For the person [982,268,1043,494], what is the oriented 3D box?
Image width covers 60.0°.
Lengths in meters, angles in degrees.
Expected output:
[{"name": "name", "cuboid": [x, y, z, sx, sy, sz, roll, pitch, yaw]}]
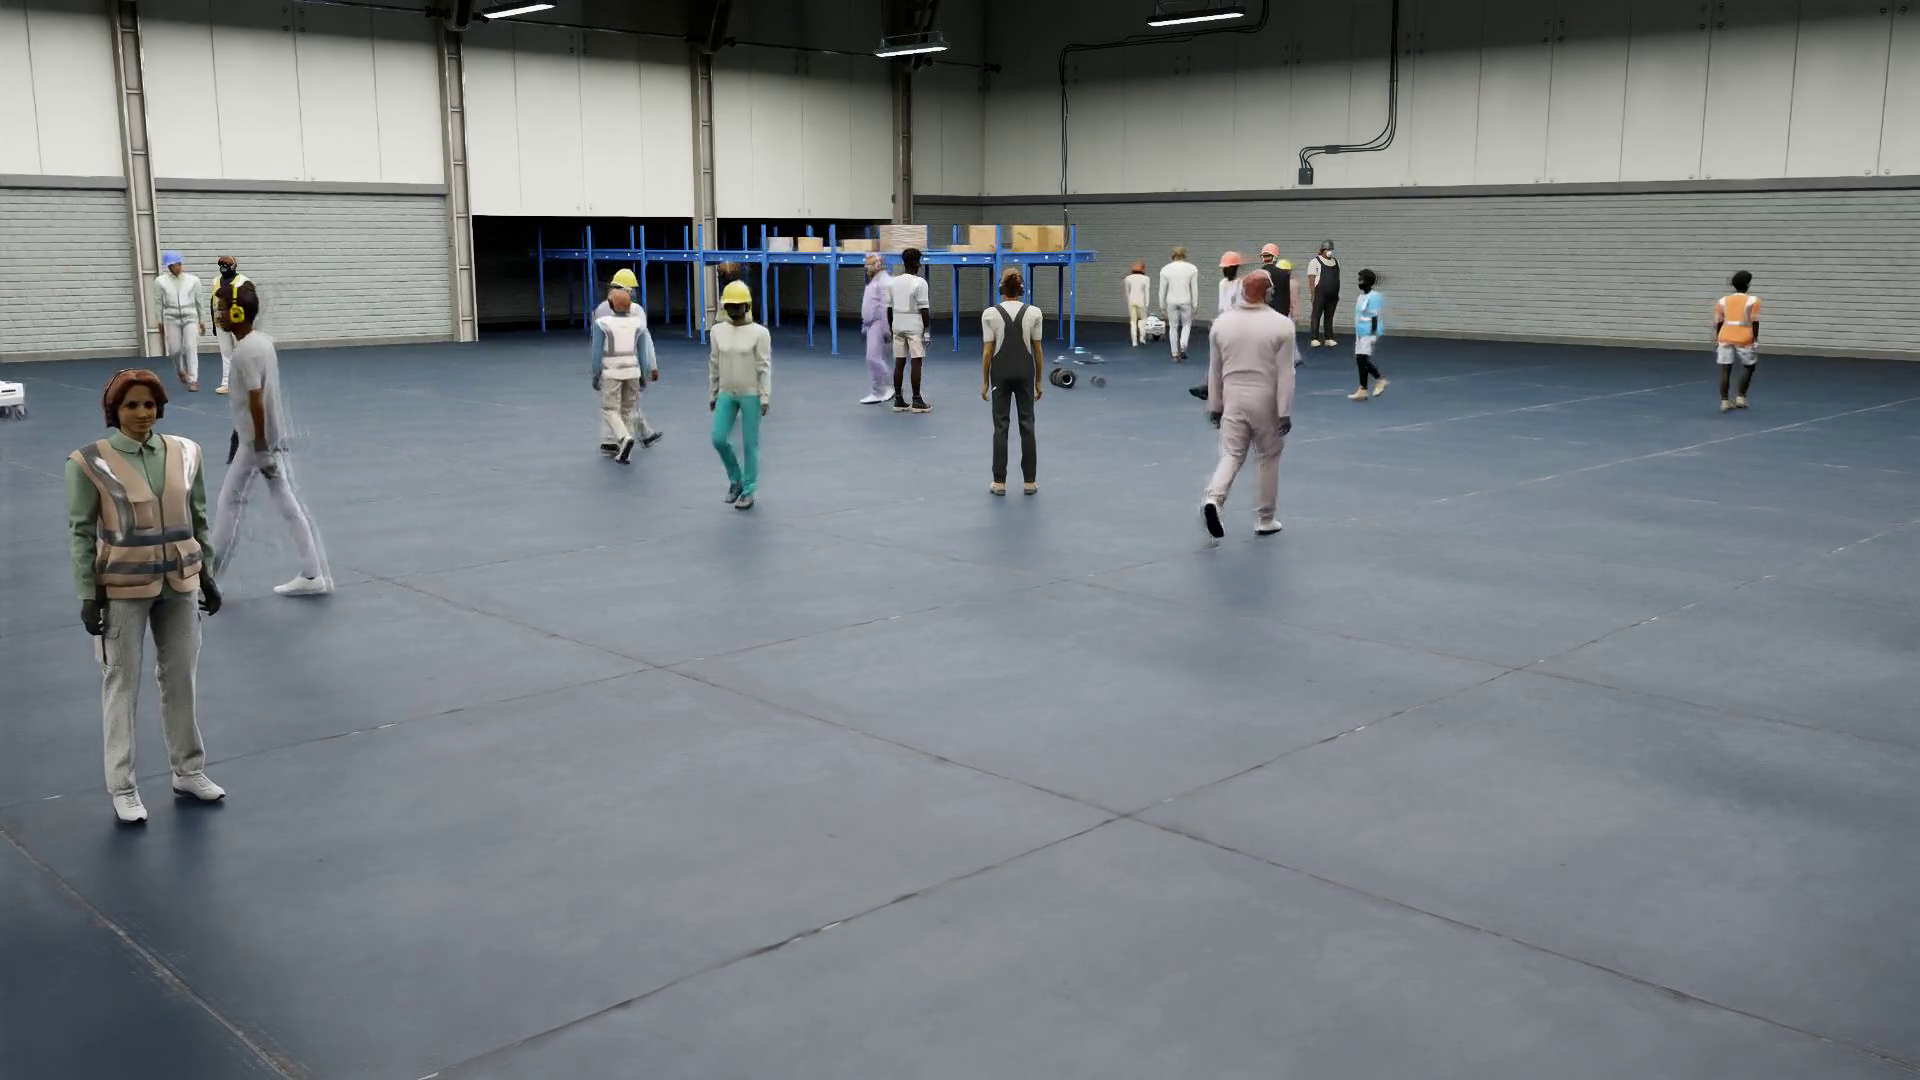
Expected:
[{"name": "person", "cuboid": [0.429, -1.302, 13.662, 0.507, 1.847, 0.344, -1, 10, -3]}]

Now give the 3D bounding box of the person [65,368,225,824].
[{"name": "person", "cuboid": [-2.967, 0.192, 6.083, 0.307, 1.636, 0.525, 7, 13, 35]}]

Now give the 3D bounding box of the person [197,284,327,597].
[{"name": "person", "cuboid": [-4.216, -0.568, 9.719, 0.954, 1.826, 0.519, -1, 10, -3]}]

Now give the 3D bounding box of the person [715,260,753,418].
[{"name": "person", "cuboid": [-2.591, -2.341, 19.393, 0.524, 1.822, 0.632, 1, 10, 4]}]

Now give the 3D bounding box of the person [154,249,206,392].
[{"name": "person", "cuboid": [-10.675, -3.014, 22.807, 0.628, 1.925, 0.604, -4, 11, -21]}]

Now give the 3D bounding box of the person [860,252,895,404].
[{"name": "person", "cuboid": [-1.035, -2.648, 20.845, 0.409, 1.894, 0.659, -3, 11, -16]}]

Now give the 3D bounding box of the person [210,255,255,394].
[{"name": "person", "cuboid": [-9.749, -2.879, 22.269, 0.622, 1.845, 0.429, 2, 11, 11]}]

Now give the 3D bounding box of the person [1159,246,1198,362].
[{"name": "person", "cuboid": [3.656, -3.959, 27.910, 0.660, 1.929, 0.419, 1, 10, 8]}]

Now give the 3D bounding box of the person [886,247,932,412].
[{"name": "person", "cuboid": [-0.605, -2.535, 20.052, 0.614, 1.963, 0.362, 7, 13, 35]}]

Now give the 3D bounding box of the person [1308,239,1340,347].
[{"name": "person", "cuboid": [7.031, -4.721, 31.888, 0.682, 2.000, 0.537, -4, 11, -23]}]

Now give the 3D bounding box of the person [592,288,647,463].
[{"name": "person", "cuboid": [-3.115, -1.503, 15.337, 0.527, 1.626, 0.533, -7, 13, -34]}]

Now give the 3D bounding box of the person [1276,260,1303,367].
[{"name": "person", "cuboid": [5.157, -3.575, 26.374, 0.892, 1.729, 0.533, -6, 12, -28]}]

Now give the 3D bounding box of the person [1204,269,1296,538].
[{"name": "person", "cuboid": [2.019, -0.946, 11.632, 0.650, 1.883, 0.822, 7, 12, 33]}]

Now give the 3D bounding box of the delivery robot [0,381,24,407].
[{"name": "delivery robot", "cuboid": [-11.134, -1.674, 19.071, 0.477, 0.478, 0.707, 4, 11, 22]}]

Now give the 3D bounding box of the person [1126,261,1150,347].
[{"name": "person", "cuboid": [3.413, -4.521, 31.860, 0.498, 1.612, 0.507, 4, 11, 22]}]

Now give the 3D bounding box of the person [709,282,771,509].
[{"name": "person", "cuboid": [-1.713, -1.116, 12.878, 0.547, 1.750, 0.365, 3, 11, 17]}]

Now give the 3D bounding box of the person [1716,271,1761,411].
[{"name": "person", "cuboid": [9.401, -2.399, 20.063, 0.526, 1.677, 0.557, -9, 14, -41]}]

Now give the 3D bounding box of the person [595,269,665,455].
[{"name": "person", "cuboid": [-3.225, -1.743, 16.239, 0.619, 1.778, 0.943, 7, 13, 35]}]

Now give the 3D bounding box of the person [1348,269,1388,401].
[{"name": "person", "cuboid": [5.219, -2.626, 21.307, 0.398, 1.681, 0.550, -1, 10, -8]}]

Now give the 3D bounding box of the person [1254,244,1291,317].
[{"name": "person", "cuboid": [4.371, -3.188, 23.554, 0.609, 1.988, 0.392, 2, 11, 11]}]

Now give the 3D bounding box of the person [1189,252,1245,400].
[{"name": "person", "cuboid": [3.382, -2.706, 21.179, 0.965, 1.887, 0.576, -6, 12, -32]}]

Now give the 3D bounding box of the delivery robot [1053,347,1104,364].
[{"name": "delivery robot", "cuboid": [1.666, -2.593, 23.374, 0.698, 0.223, 0.335, -2, 11, -11]}]

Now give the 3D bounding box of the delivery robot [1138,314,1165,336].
[{"name": "delivery robot", "cuboid": [3.849, -4.302, 33.399, 0.477, 0.478, 0.707, -3, 11, -17]}]
